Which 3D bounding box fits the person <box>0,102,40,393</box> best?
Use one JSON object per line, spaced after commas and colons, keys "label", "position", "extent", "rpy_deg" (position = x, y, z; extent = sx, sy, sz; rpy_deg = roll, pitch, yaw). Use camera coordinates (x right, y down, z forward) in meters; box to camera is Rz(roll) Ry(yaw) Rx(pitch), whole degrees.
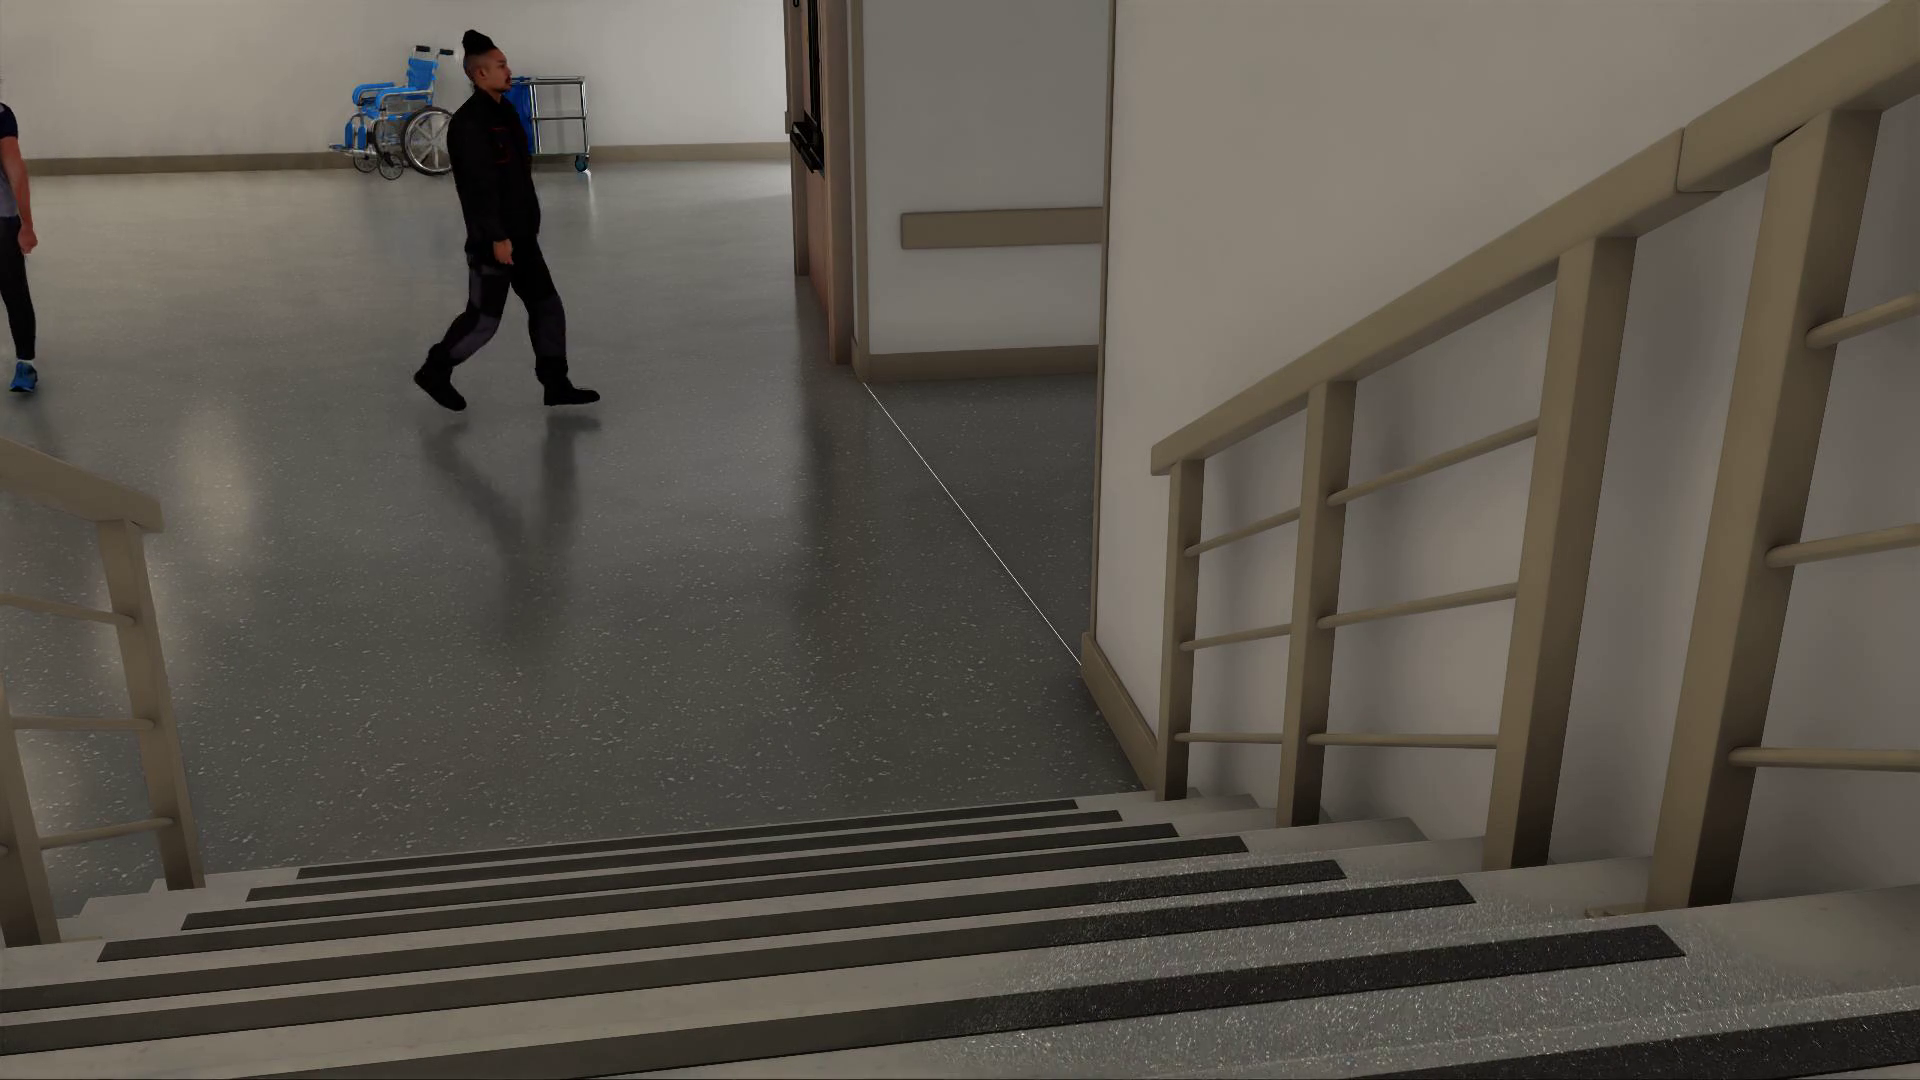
{"label": "person", "position": [-4.942, -1.615, 8.429], "extent": [0.767, 1.802, 0.970], "rpy_deg": [-6, 21, -14]}

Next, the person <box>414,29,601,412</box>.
{"label": "person", "position": [-2.321, -1.500, 8.083], "extent": [1.068, 1.831, 1.181], "rpy_deg": [4, 21, 9]}
